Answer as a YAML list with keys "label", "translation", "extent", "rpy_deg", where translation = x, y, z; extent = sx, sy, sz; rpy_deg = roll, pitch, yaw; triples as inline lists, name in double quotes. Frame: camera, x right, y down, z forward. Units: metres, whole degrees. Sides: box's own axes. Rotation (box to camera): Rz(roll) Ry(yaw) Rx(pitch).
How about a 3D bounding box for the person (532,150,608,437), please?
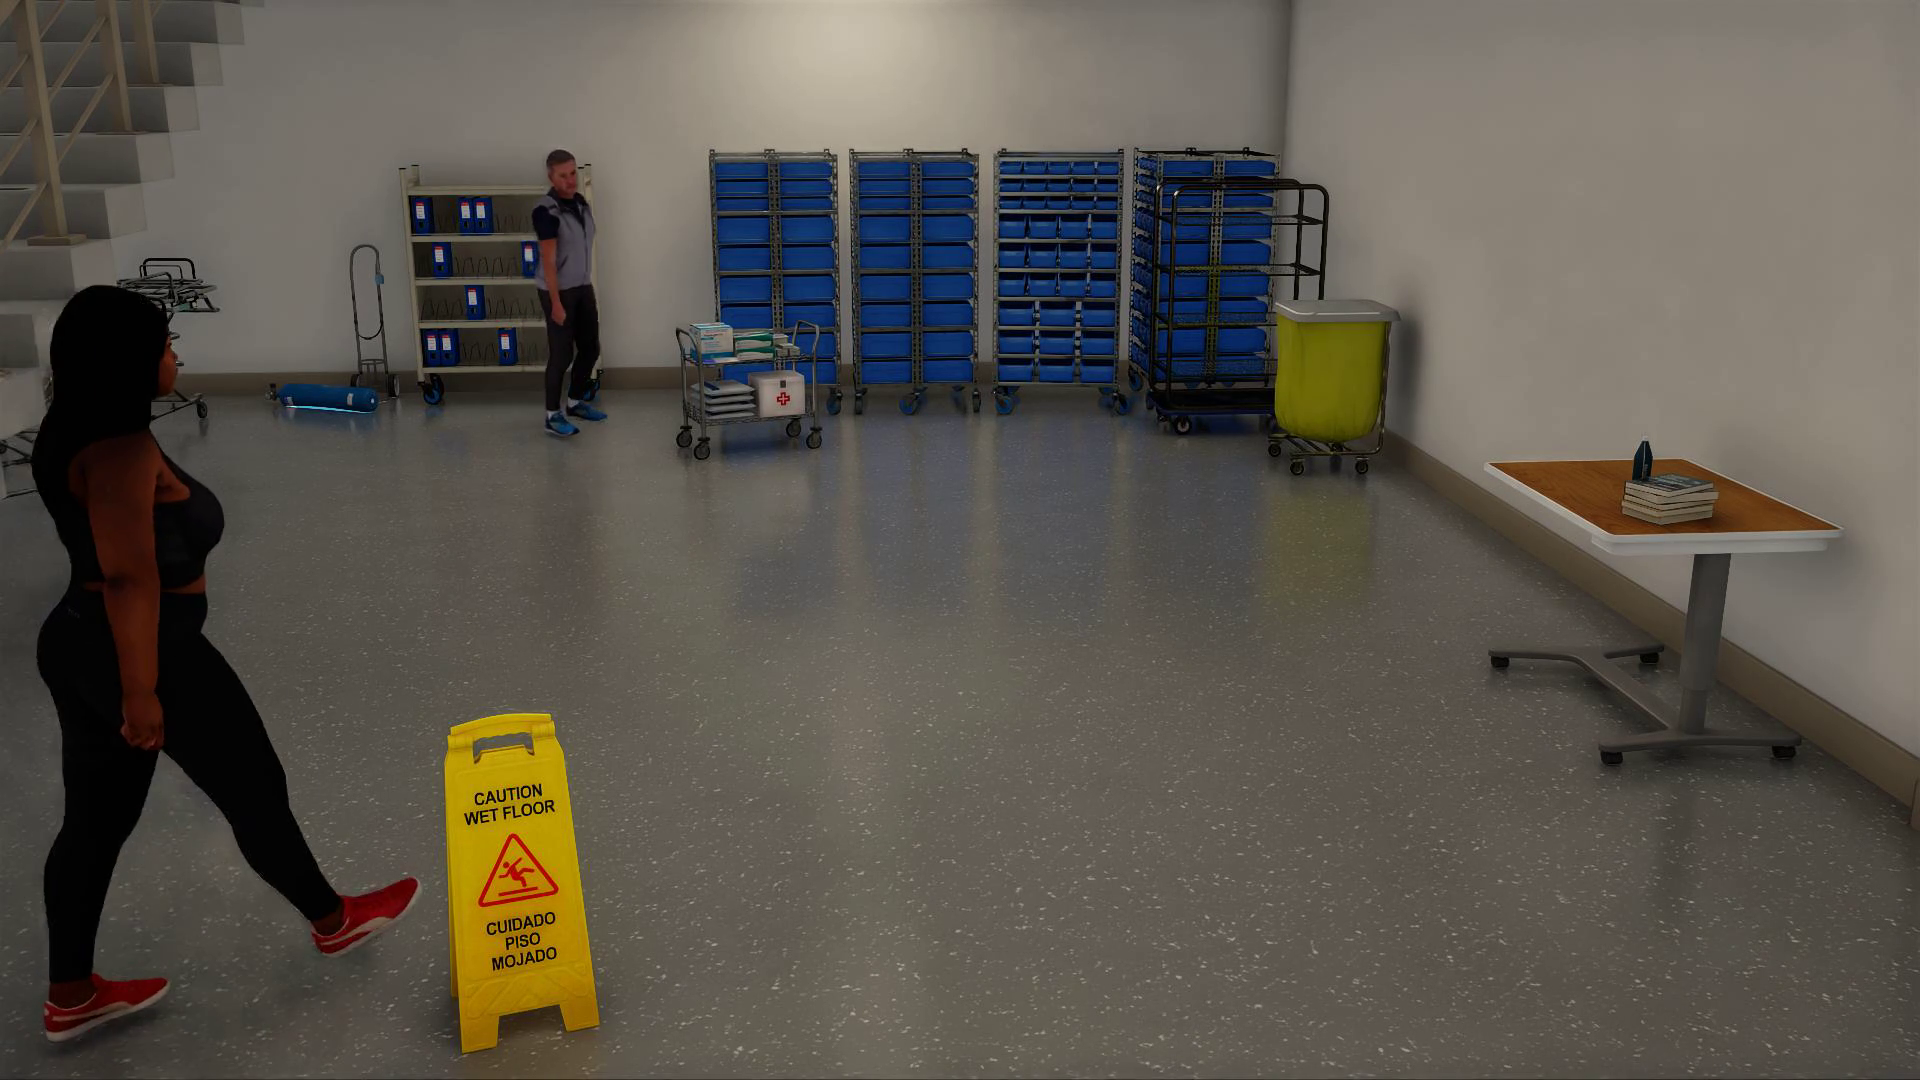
- label: "person"
  translation: [-2.531, -1.541, 10.525]
  extent: [0.927, 1.786, 0.783]
  rpy_deg: [2, 16, 8]

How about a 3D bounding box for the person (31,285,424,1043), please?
- label: "person"
  translation: [-2.002, 0.344, 3.867]
  extent: [1.195, 1.772, 1.175]
  rpy_deg: [-15, 22, -43]
